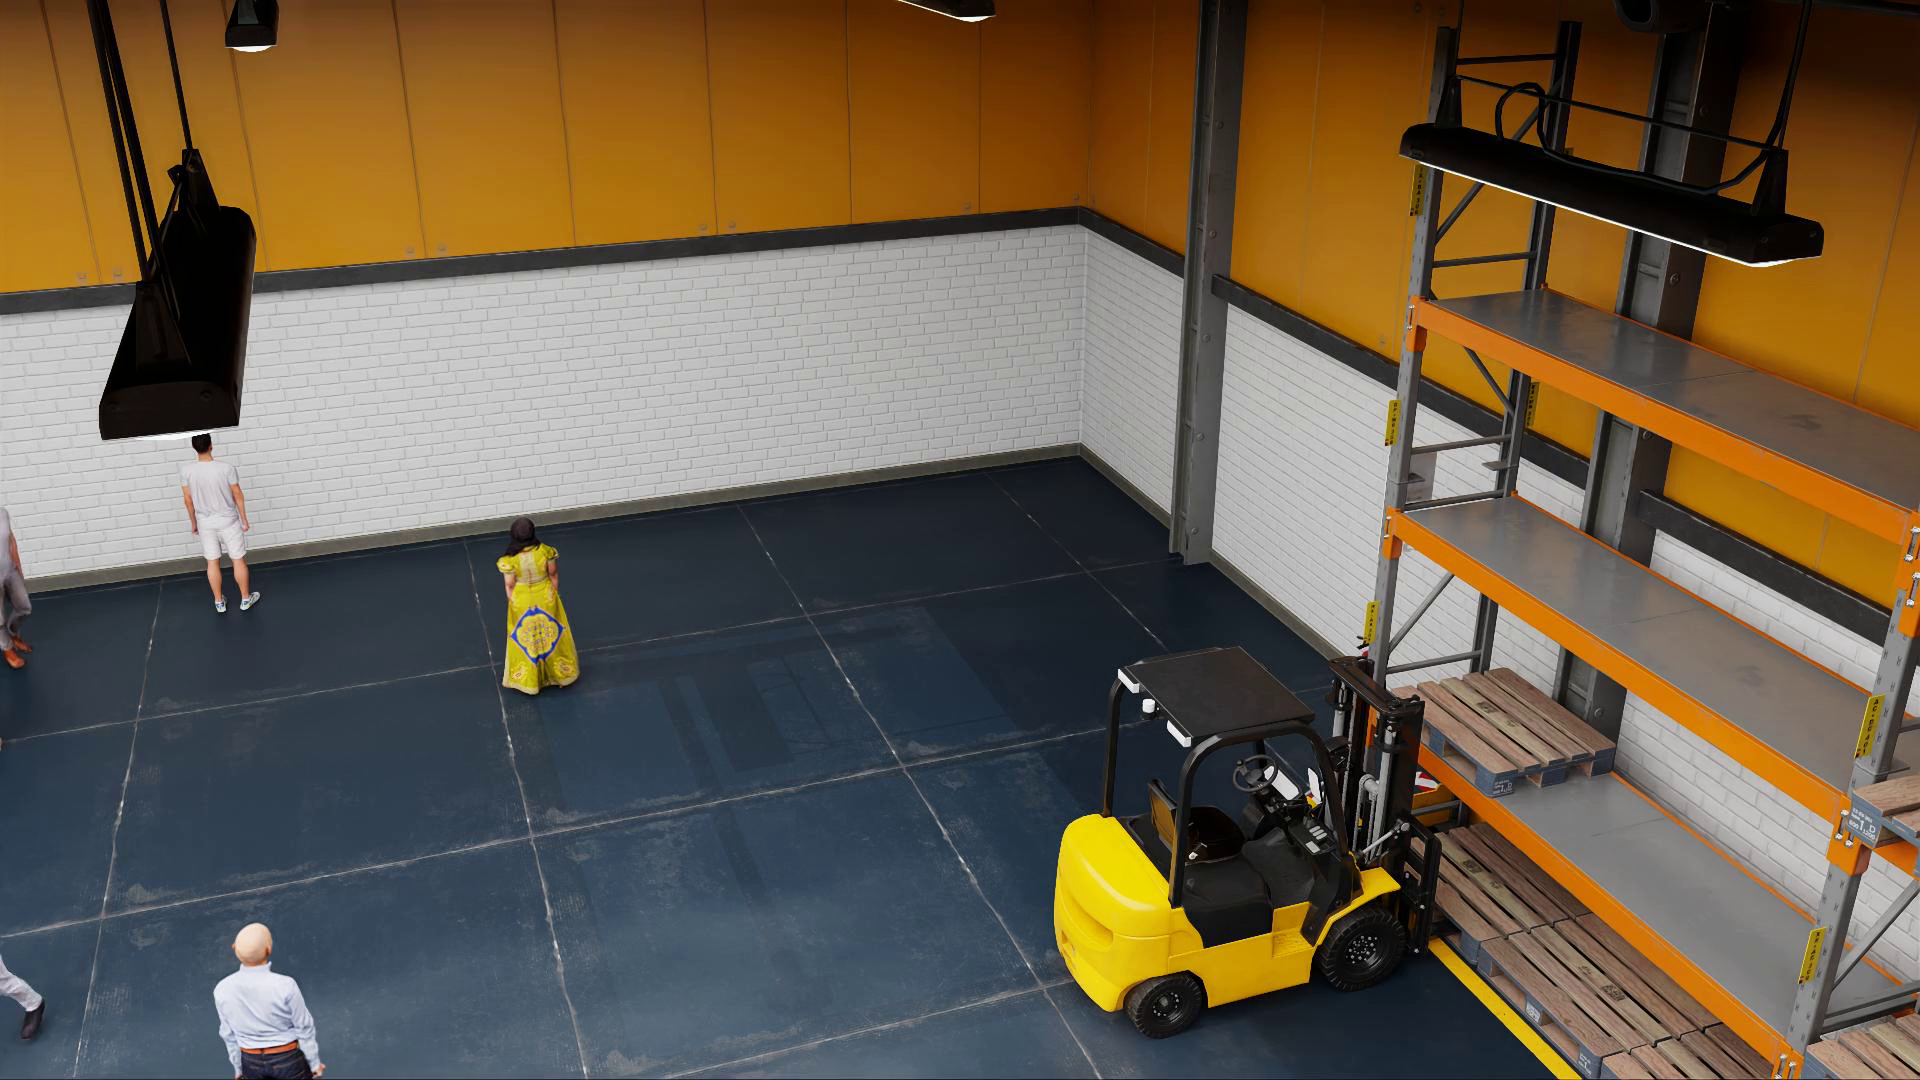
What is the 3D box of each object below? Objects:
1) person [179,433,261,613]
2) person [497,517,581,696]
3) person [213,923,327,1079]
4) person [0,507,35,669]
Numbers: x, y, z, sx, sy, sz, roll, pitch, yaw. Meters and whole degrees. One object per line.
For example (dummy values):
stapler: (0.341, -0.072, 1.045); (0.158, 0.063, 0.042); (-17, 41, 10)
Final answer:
person: (-7.193, -0.190, 16.107); (0.712, 1.854, 0.597); (-5, 24, -12)
person: (-3.745, 0.568, 14.615); (0.867, 1.660, 0.789); (-10, 26, -23)
person: (-3.762, 2.883, 9.154); (0.705, 1.791, 0.672); (-1, 24, -2)
person: (-8.739, 0.321, 15.006); (0.965, 1.799, 0.904); (8, 25, 17)
